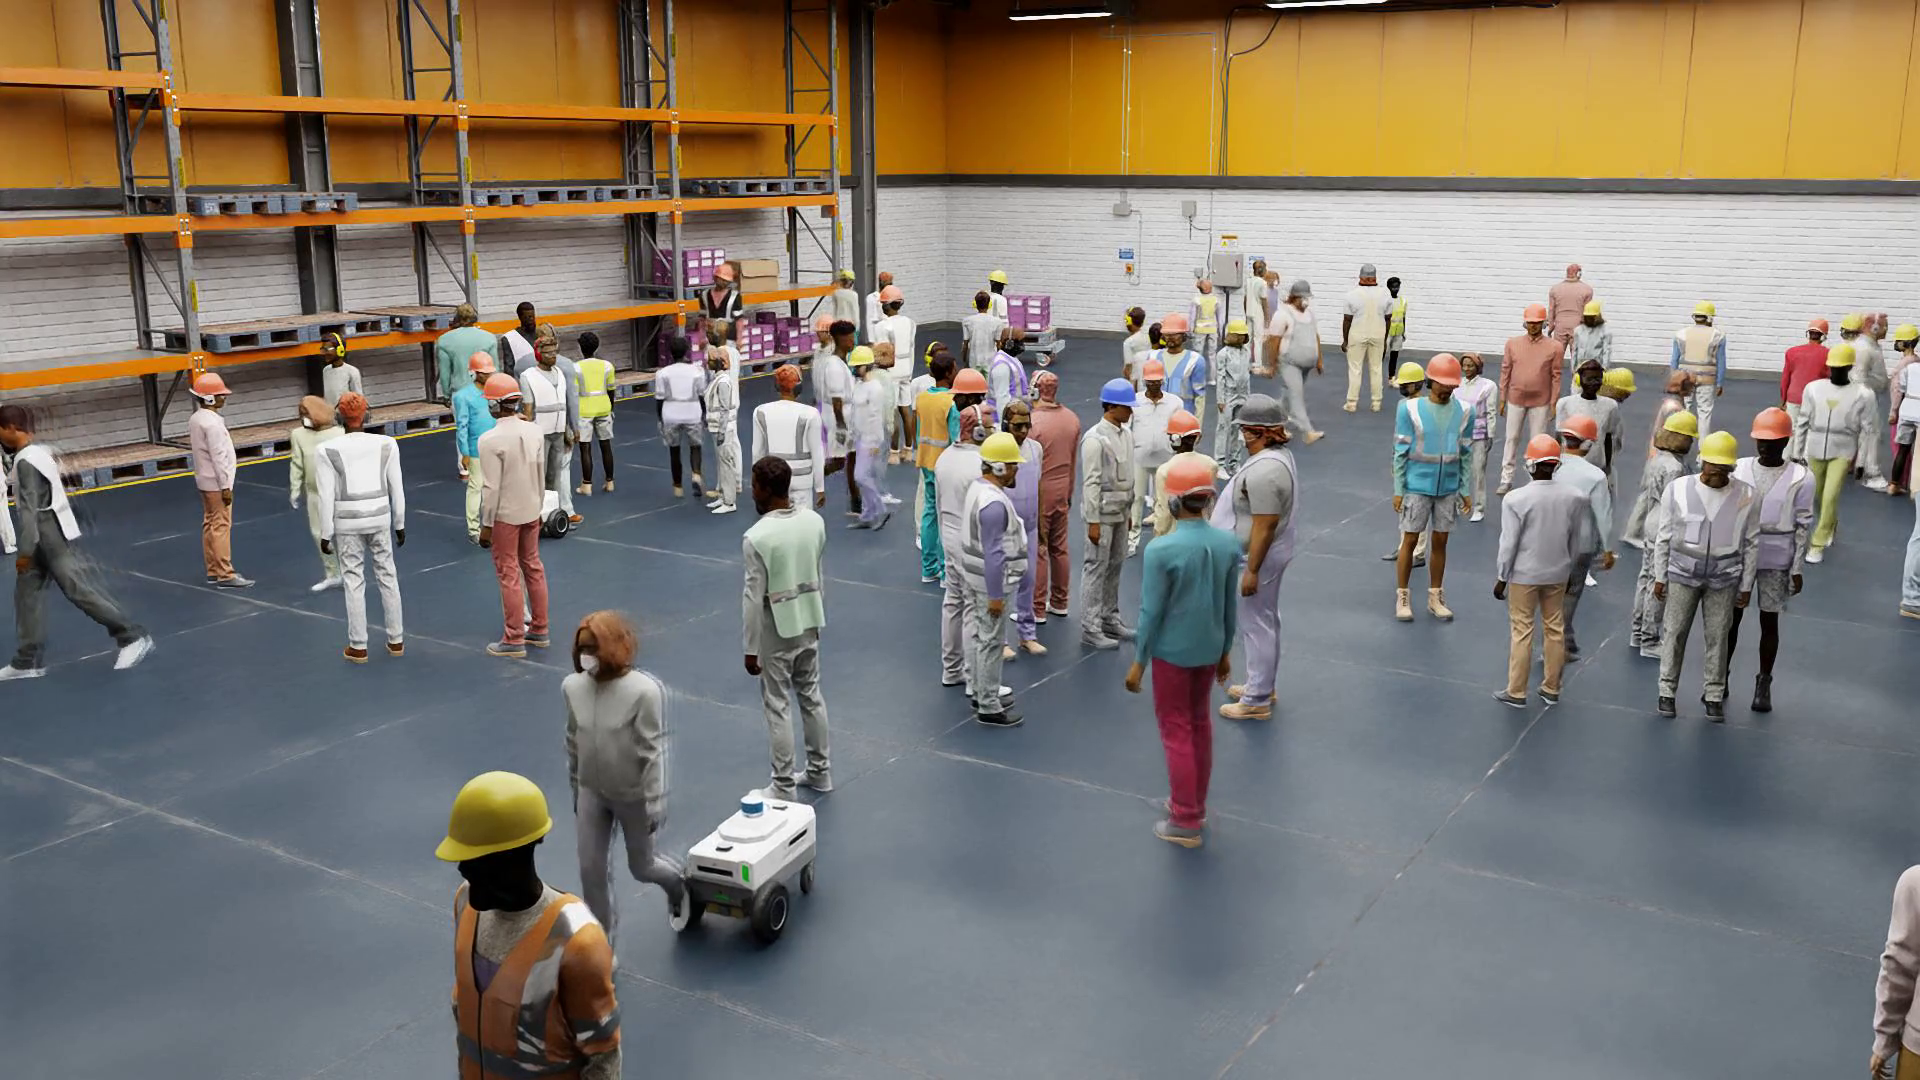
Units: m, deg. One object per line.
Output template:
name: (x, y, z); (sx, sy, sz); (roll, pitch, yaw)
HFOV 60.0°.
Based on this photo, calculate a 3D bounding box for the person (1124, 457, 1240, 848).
person: (1.149, 0.559, 8.508); (0.623, 1.994, 0.425); (-9, 16, -35)

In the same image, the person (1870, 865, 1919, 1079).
person: (2.934, 1.517, 4.829); (0.529, 1.768, 0.312); (9, 16, 35)

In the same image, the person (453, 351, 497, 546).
person: (-4.285, -0.834, 15.054); (0.342, 1.748, 0.573); (8, 15, 31)

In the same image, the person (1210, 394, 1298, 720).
person: (1.817, 0.095, 10.395); (0.537, 2.000, 0.689); (4, 14, 18)

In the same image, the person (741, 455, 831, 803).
person: (-0.932, 0.495, 8.962); (0.391, 1.909, 0.597); (9, 16, 35)

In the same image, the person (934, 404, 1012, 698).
person: (0.096, 0.067, 10.813); (0.399, 1.908, 0.643); (-7, 15, -28)

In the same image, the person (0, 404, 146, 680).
person: (-6.103, -0.003, 11.233); (0.960, 1.855, 0.602); (-8, 15, -32)

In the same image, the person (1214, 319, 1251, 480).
person: (2.996, -1.535, 18.116); (0.493, 1.743, 0.295); (-10, 16, -36)

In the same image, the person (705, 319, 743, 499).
person: (-2.433, -1.338, 17.036); (0.332, 1.844, 0.517); (6, 14, 23)

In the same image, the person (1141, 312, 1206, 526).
person: (1.982, -1.113, 15.631); (0.622, 2.037, 0.406); (7, 15, 29)

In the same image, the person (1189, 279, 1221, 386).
person: (3.751, -3.164, 25.431); (0.541, 1.630, 0.316); (-4, 14, -17)

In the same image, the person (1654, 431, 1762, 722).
person: (4.620, 0.221, 10.326); (0.593, 1.825, 0.403); (5, 14, 20)

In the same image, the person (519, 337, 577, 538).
person: (-3.834, -0.964, 15.409); (0.390, 1.848, 0.563); (6, 14, 25)

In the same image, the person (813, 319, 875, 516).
person: (-1.223, -1.167, 16.089); (0.818, 1.946, 0.614); (1, 13, 6)

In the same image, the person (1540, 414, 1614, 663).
person: (4.245, -0.010, 11.511); (0.480, 1.737, 0.593); (-8, 15, -32)

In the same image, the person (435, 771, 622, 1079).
person: (-1.155, 1.527, 4.430); (0.595, 1.925, 0.371); (10, 16, 37)

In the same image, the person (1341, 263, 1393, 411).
person: (5.568, -2.793, 22.919); (0.681, 2.000, 0.536); (-1, 13, -2)

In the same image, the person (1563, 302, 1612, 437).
person: (7.790, -2.090, 20.613); (0.495, 1.700, 0.820); (8, 15, 33)

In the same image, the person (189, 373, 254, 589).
person: (-6.036, -0.484, 13.533); (0.327, 1.752, 0.562); (-10, 17, -38)

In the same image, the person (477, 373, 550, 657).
person: (-3.151, -0.160, 11.670); (0.389, 1.961, 0.625); (6, 14, 25)

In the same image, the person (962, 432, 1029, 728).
person: (0.218, 0.242, 10.230); (0.403, 1.824, 0.599); (-1, 13, -6)

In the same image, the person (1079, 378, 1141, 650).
person: (1.073, -0.189, 11.858); (0.413, 1.939, 0.605); (8, 15, 32)

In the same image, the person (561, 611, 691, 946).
person: (-1.441, 1.063, 7.120); (0.499, 1.614, 0.659); (4, 14, 19)

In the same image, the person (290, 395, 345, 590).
person: (-5.063, -0.359, 13.296); (0.560, 1.616, 0.346); (3, 13, 11)

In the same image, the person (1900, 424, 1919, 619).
person: (7.420, -0.398, 12.628); (0.369, 1.997, 0.610); (8, 15, 33)

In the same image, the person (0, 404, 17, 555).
person: (-8.562, -0.652, 14.511); (0.520, 1.639, 0.312); (-9, 16, -35)

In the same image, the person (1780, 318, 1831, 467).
person: (9.296, -1.556, 18.220); (0.573, 1.738, 0.352); (9, 16, 35)

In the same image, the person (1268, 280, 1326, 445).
person: (4.178, -2.193, 20.318); (0.706, 2.000, 1.000); (-10, 16, -37)

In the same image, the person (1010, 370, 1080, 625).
person: (0.609, -0.321, 12.493); (0.408, 1.906, 0.654); (11, 17, 40)

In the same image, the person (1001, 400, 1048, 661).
person: (0.380, -0.067, 11.560); (0.516, 1.835, 0.358); (-9, 16, -34)

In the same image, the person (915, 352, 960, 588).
person: (-0.146, -0.566, 13.540); (0.393, 1.915, 0.591); (-9, 16, -35)

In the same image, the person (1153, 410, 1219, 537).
person: (1.537, -0.033, 11.578); (0.560, 1.752, 0.324); (-11, 17, -40)

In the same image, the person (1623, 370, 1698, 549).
person: (6.292, -0.699, 14.774); (0.678, 1.603, 0.569); (8, 15, 30)

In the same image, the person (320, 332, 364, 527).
person: (-5.779, -1.009, 15.560); (0.535, 1.869, 0.312); (8, 15, 31)

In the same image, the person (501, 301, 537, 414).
person: (-4.742, -1.657, 18.260); (0.398, 1.920, 0.590); (10, 16, 37)

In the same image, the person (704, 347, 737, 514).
person: (-2.352, -1.083, 16.382); (0.307, 1.641, 0.514); (-4, 13, -15)

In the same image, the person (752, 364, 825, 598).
person: (-1.330, -0.434, 13.031); (0.584, 1.882, 0.339); (4, 14, 16)

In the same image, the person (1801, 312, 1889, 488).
person: (9.546, -1.495, 17.685); (0.916, 1.878, 0.651); (7, 15, 28)
